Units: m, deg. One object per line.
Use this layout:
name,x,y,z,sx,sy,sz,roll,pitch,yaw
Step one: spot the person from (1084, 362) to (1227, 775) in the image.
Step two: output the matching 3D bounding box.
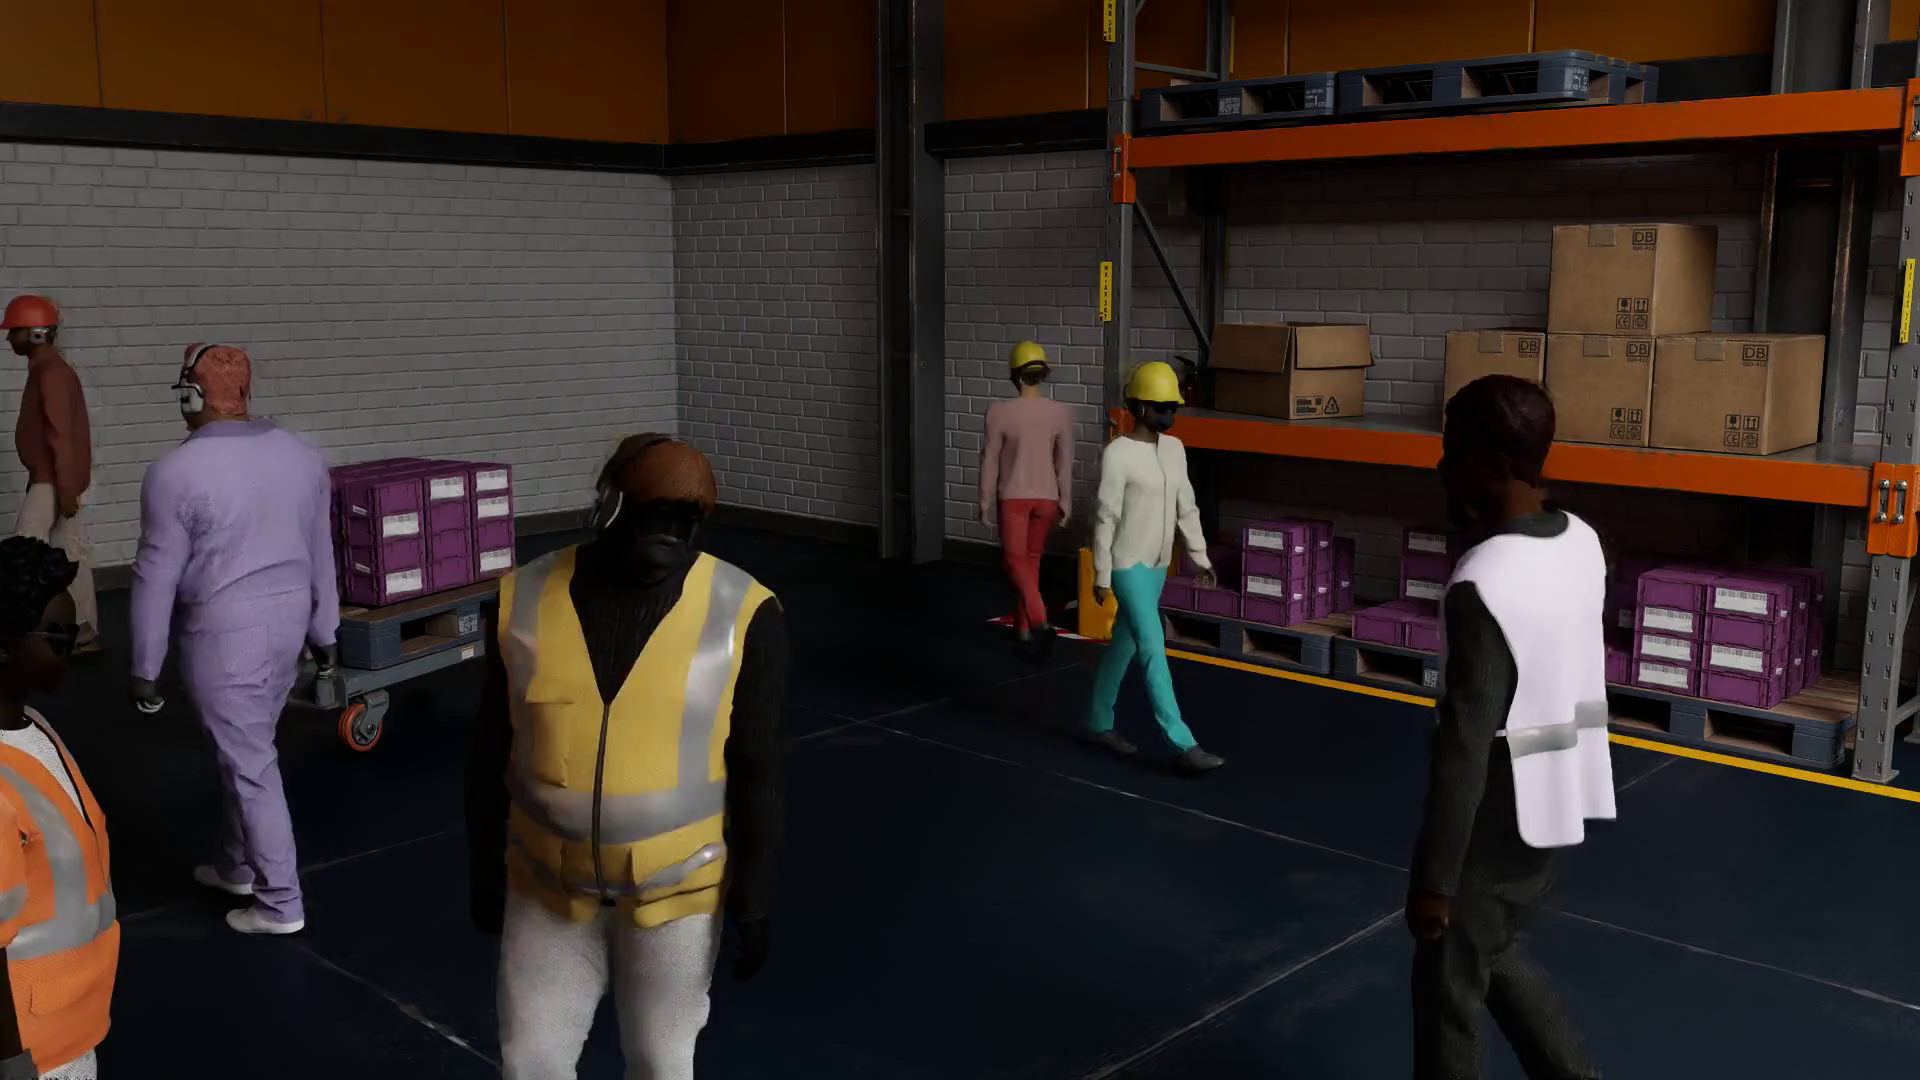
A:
person,0.854,0.119,7.028,0.872,1.725,0.537,8,12,40

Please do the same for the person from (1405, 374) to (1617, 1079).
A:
person,1.148,0.597,3.565,0.577,1.906,0.641,8,12,39

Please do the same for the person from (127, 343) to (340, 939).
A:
person,-2.402,0.319,5.317,0.785,1.881,0.673,4,10,23

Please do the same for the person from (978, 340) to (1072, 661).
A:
person,0.384,-0.227,9.142,0.529,1.740,0.799,-4,10,-22

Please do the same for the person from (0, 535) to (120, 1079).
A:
person,-1.567,0.829,2.807,0.335,1.689,0.533,-3,10,-20

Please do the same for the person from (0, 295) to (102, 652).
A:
person,-4.976,-0.332,9.042,0.492,1.974,0.635,-5,10,-26

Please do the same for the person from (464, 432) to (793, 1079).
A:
person,-0.665,0.686,3.338,0.672,1.814,0.438,0,9,2
